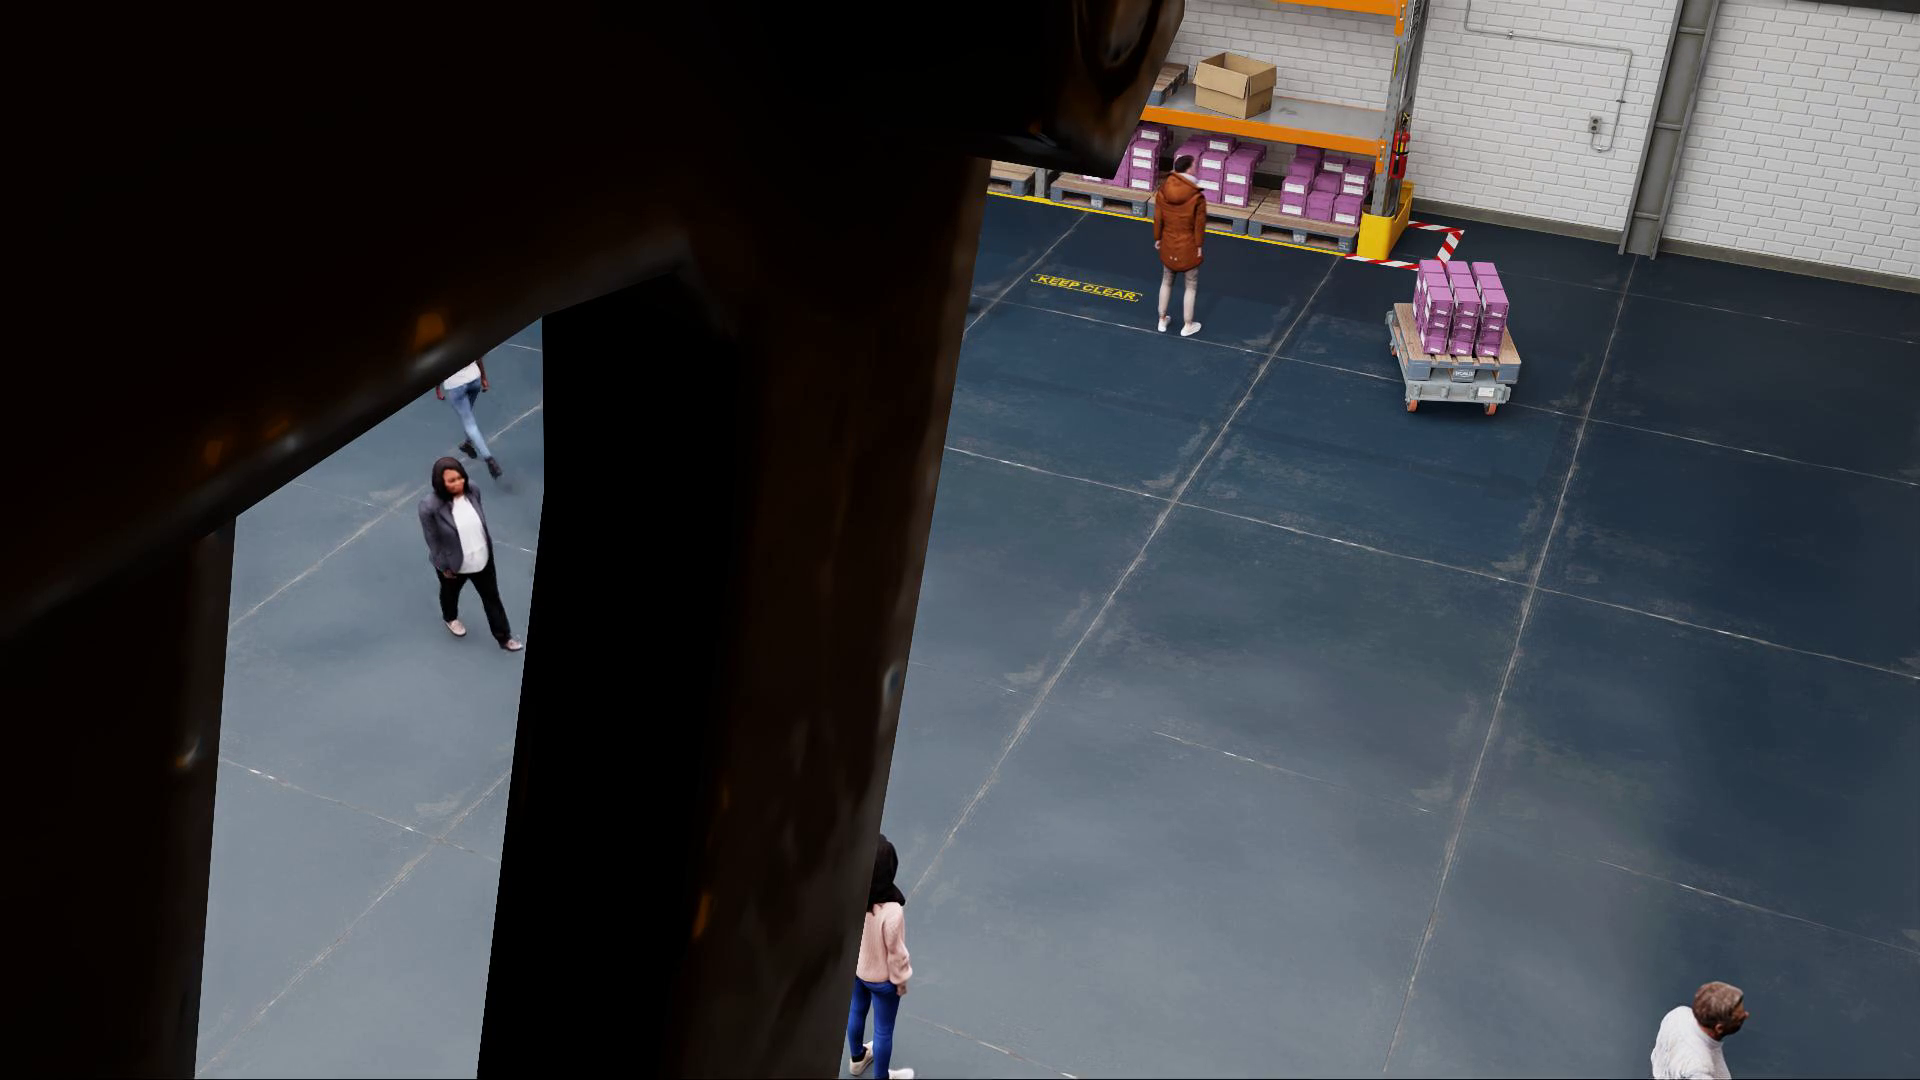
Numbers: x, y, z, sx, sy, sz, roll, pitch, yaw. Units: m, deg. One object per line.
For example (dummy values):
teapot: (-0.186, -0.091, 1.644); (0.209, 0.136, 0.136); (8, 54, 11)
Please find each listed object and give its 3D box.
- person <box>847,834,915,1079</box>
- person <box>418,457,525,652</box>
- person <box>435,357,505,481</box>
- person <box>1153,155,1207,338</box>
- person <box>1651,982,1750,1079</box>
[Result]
person: (-0.465, 2.252, 8.783); (0.776, 1.767, 0.619); (-28, 42, -35)
person: (-3.700, 0.100, 12.207); (1.145, 1.559, 0.888); (27, 42, 35)
person: (-4.200, -1.281, 14.170); (0.885, 1.686, 1.198); (-27, 42, -34)
person: (2.186, -2.911, 16.486); (0.661, 1.837, 0.797); (19, 38, 27)
person: (3.422, 2.763, 7.966); (0.710, 1.820, 0.729); (1, 34, 1)
